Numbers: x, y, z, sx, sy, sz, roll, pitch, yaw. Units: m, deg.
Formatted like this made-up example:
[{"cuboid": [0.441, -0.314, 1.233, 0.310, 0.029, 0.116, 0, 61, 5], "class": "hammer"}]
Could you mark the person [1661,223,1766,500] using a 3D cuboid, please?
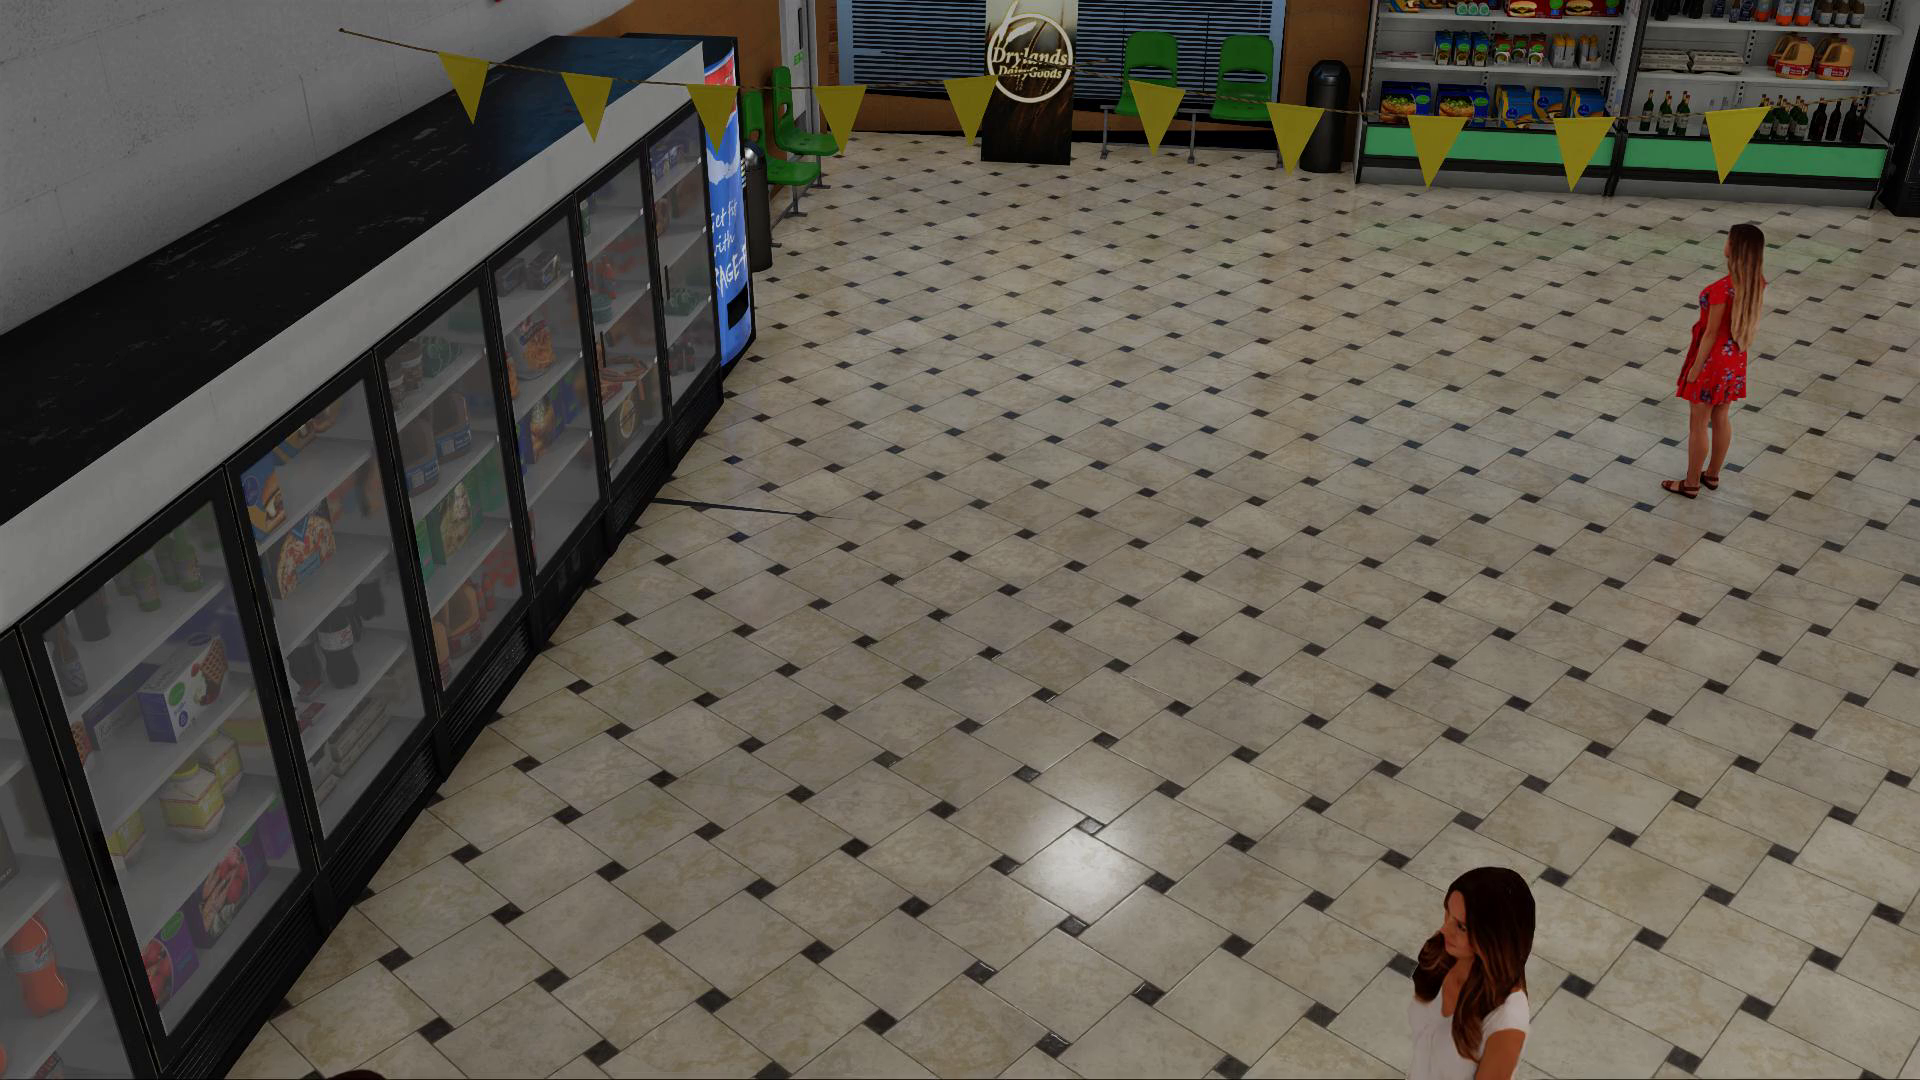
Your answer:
[{"cuboid": [4.259, -0.997, 9.333, 0.654, 1.592, 0.724, -16, 32, -27], "class": "person"}]
